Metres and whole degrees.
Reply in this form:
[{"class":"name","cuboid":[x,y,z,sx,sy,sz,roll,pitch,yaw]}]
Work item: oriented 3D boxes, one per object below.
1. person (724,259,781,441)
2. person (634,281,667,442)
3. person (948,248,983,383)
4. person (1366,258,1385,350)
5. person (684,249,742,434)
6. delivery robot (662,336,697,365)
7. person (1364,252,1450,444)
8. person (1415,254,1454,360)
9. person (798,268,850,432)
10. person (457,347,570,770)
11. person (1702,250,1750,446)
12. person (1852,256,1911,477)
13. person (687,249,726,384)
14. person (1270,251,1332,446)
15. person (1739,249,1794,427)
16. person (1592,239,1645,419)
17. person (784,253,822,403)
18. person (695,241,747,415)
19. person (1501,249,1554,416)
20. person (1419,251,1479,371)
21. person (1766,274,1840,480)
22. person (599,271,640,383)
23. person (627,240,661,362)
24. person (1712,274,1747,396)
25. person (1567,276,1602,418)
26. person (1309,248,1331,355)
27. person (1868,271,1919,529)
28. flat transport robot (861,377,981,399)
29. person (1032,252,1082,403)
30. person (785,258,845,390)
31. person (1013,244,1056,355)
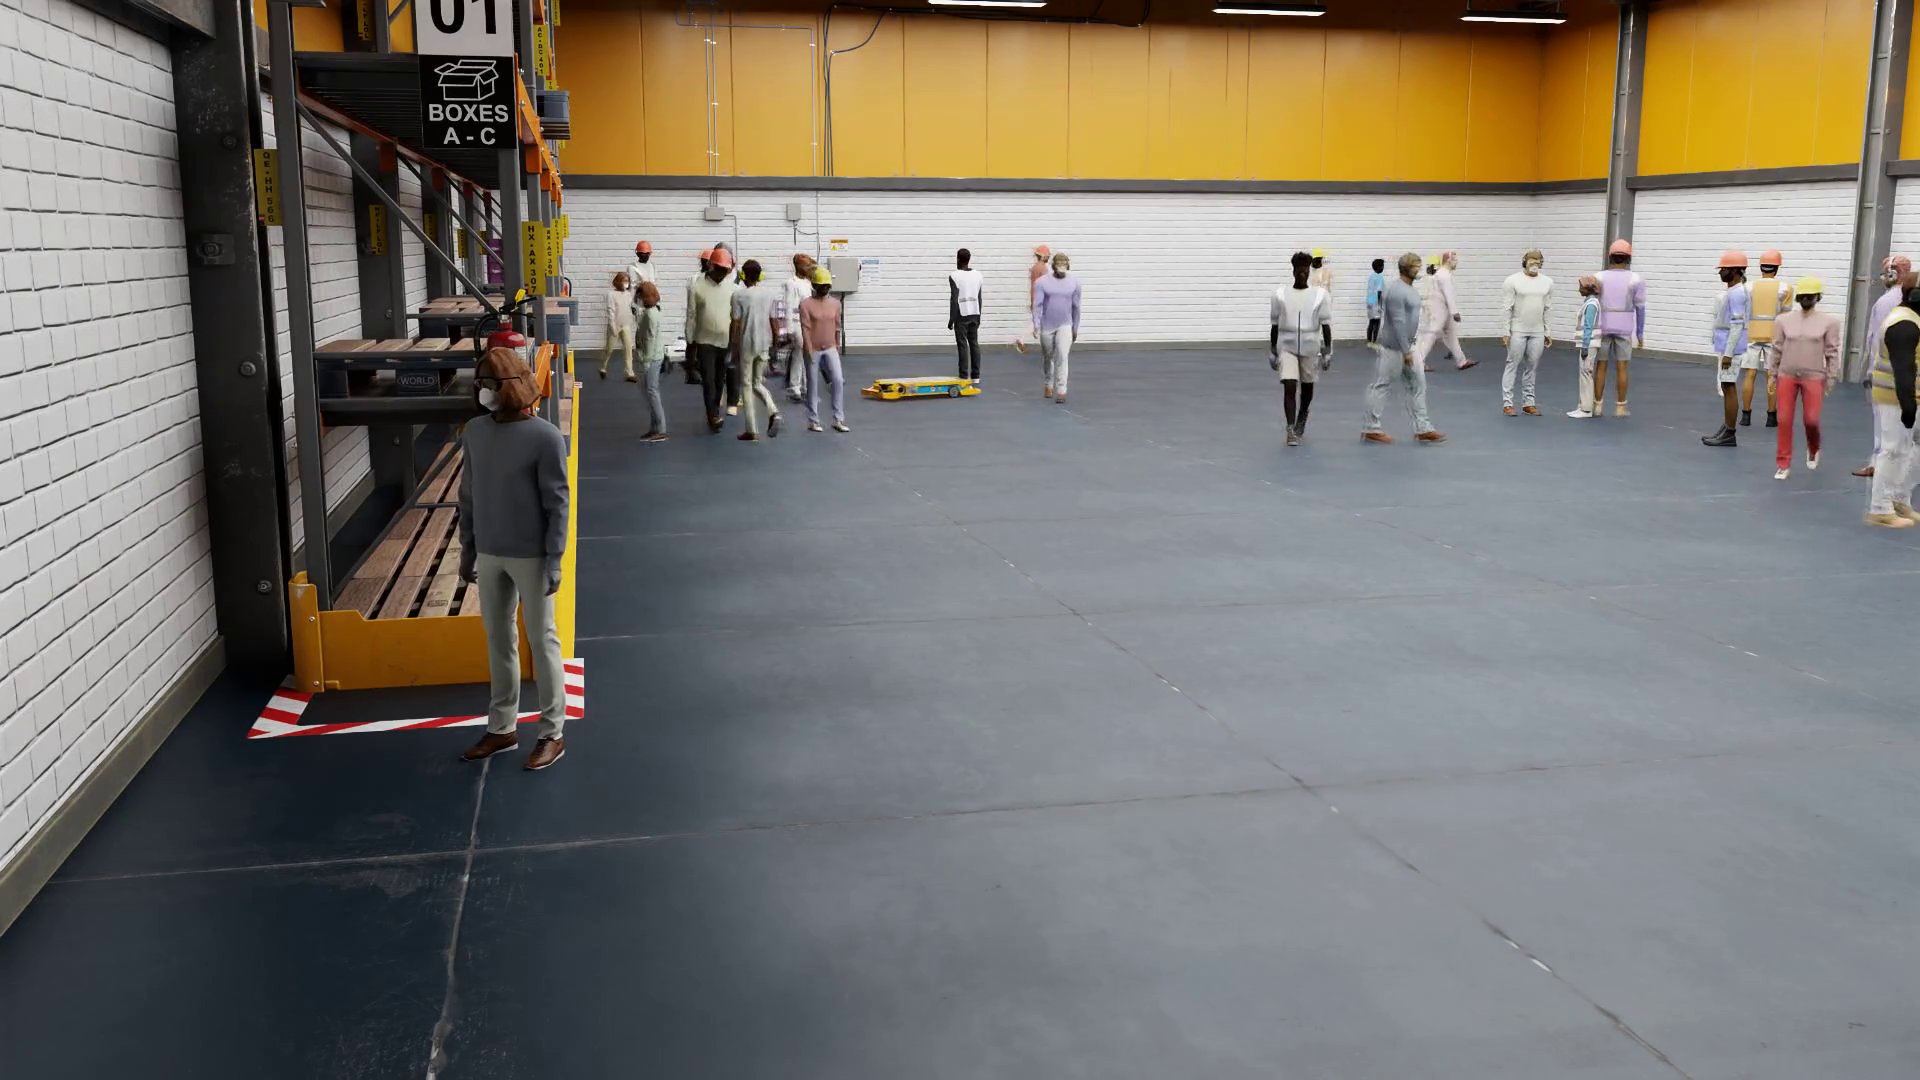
[{"class":"person","cuboid":[-2.085,-1.901,16.800,0.542,1.849,0.476,-9,13,-40]},{"class":"person","cuboid":[-3.129,-1.807,16.883,0.317,1.625,0.547,-1,10,-7]},{"class":"person","cuboid":[0.081,-3.171,23.619,0.590,1.919,0.393,-9,14,-42]},{"class":"person","cuboid":[7.764,-4.408,31.085,0.323,1.695,0.564,-1,10,-6]},{"class":"person","cuboid":[-2.561,-2.094,17.596,0.640,1.930,1.043,-4,11,-20]},{"class":"delivery robot","cuboid":[-4.300,-2.905,25.661,0.707,0.478,0.477,-8,13,-36]},{"class":"person","cuboid":[4.455,-1.876,16.449,0.920,1.904,0.628,7,12,33]},{"class":"person","cuboid":[8.055,-3.924,28.125,0.873,1.803,0.600,-1,10,-8]},{"class":"person","cuboid":[-1.439,-1.996,17.582,0.513,1.738,0.683,-5,11,-26]},{"class":"person","cuboid":[-1.734,0.074,6.443,0.511,1.637,0.296,5,11,25]},{"class":"person","cuboid":[7.610,-1.895,16.493,0.357,1.937,0.551,4,11,22]},{"class":"person","cuboid":[8.000,-1.481,14.302,0.637,1.903,0.404,-6,12,-29]},{"class":"person","cuboid":[-3.533,-3.121,23.389,0.847,1.889,0.590,6,12,30]},{"class":"person","cuboid":[3.433,-1.949,16.808,0.612,1.936,0.925,2,10,9]},{"class":"person","cuboid":[8.801,-2.206,18.215,0.546,1.939,0.375,6,12,32]},{"class":"person","cuboid":[7.504,-2.411,19.057,0.616,2.040,0.389,5,12,27]},{"class":"person","cuboid":[-1.892,-2.620,20.697,0.648,1.865,0.604,3,11,16]},{"class":"person","cuboid":[-2.737,-2.462,19.348,0.707,2.000,0.553,-1,10,-3]},{"class":"person","cuboid":[6.575,-2.399,19.297,0.627,1.934,0.371,-2,10,-10]},{"class":"person","cuboid":[7.564,-3.530,25.798,1.004,1.854,0.662,3,11,14]},{"class":"person","cuboid":[7.209,-1.389,14.224,0.530,1.755,0.502,7,13,35]},{"class":"person","cuboid":[-4.932,-3.054,23.847,0.827,1.597,0.509,8,13,39]},{"class":"person","cuboid":[-5.251,-3.974,27.758,0.405,2.030,0.620,7,13,36]},{"class":"person","cuboid":[10.105,-2.693,21.771,0.521,1.628,0.427,2,10,10]},{"class":"person","cuboid":[7.187,-2.210,19.086,0.332,1.631,0.516,4,11,20]},{"class":"person","cuboid":[6.205,-4.178,29.280,0.889,1.893,0.590,-5,11,-24]},{"class":"person","cuboid":[6.706,-0.979,11.723,0.504,1.826,0.659,8,13,36]},{"class":"flat transport robot","cuboid":[-0.508,-1.990,21.634,1.431,0.197,0.652,-6,12,-29]},{"class":"person","cuboid":[1.227,-2.705,21.141,0.638,1.895,1.037,0,10,0]},{"class":"person","cuboid":[-2.031,-2.917,22.560,0.982,1.790,0.534,6,12,31]},{"class":"person","cuboid":[1.378,-4.242,29.430,0.902,1.969,0.623,-3,11,-14]}]
